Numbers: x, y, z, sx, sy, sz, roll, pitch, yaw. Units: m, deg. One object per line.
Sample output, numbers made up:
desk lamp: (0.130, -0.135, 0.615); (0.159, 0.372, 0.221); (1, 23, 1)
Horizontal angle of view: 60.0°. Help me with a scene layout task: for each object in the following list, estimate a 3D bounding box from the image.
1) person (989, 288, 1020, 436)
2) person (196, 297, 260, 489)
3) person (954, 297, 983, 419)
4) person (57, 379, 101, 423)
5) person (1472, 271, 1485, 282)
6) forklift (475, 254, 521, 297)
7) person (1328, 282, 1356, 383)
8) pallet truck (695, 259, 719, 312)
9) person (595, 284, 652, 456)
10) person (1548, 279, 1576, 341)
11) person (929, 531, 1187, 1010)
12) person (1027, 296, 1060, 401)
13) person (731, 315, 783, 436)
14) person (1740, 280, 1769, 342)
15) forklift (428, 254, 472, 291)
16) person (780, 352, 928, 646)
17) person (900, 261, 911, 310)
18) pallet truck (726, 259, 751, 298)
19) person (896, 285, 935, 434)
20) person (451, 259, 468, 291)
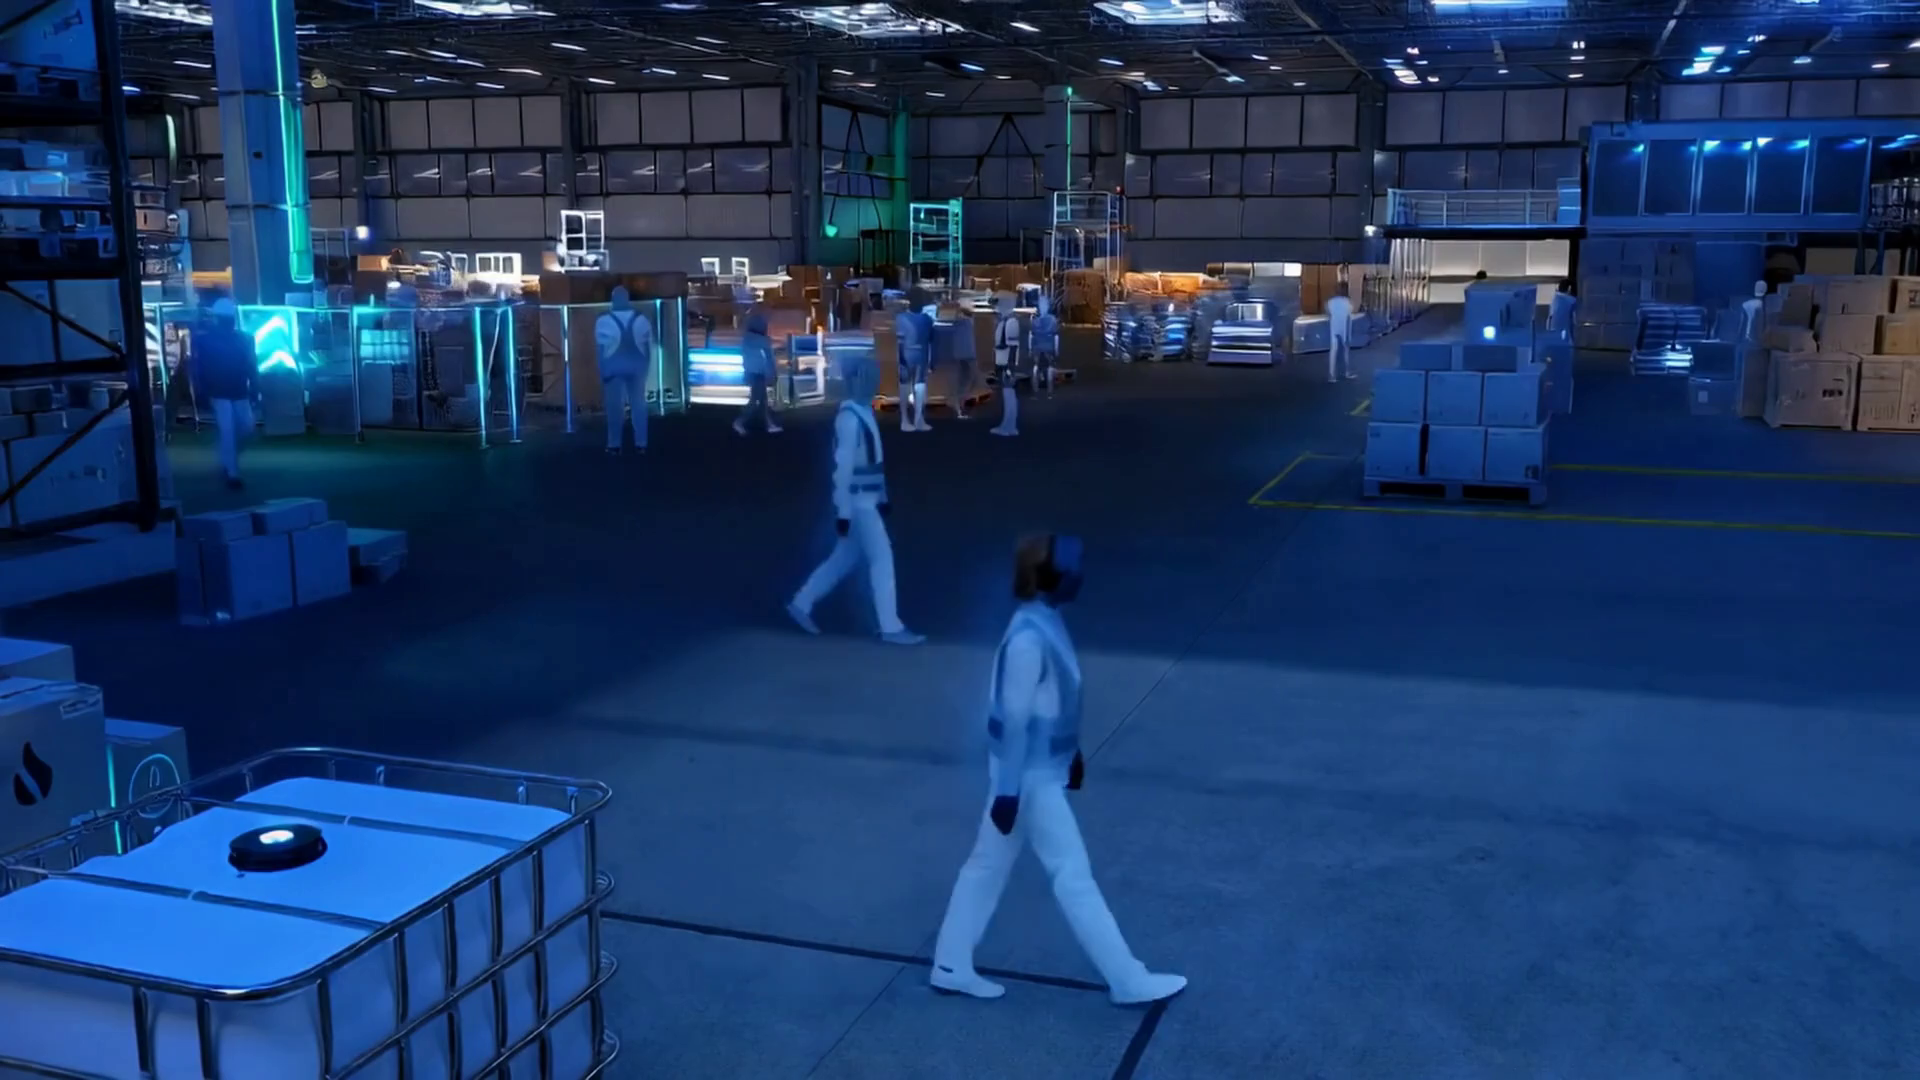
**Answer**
person: (0.597, -2.338, 21.889); (0.360, 1.939, 0.543); (-2, 10, -14)
person: (-7.586, -1.522, 17.211); (0.645, 1.974, 0.624); (10, 14, 44)
person: (0.107, -2.600, 23.871); (0.371, 1.751, 0.548); (-6, 12, -30)
person: (-11.011, -2.061, 20.865); (0.598, 1.749, 0.540); (4, 11, 24)
person: (11.569, -5.035, 37.128); (0.385, 1.930, 0.539); (4, 11, 22)
forklift: (-17.990, -10.121, 64.684); (1.157, 1.987, 2.680); (3, 11, 17)
person: (6.958, -3.793, 30.386); (0.541, 1.826, 0.925); (7, 12, 36)
pallet truck: (-9.165, -9.627, 62.776); (0.823, 1.965, 1.885); (4, 11, 23)
person: (-4.050, -2.031, 19.875); (0.688, 2.000, 0.536); (-6, 12, -30)
person: (11.251, -3.938, 31.136); (0.511, 1.862, 0.321); (0, 10, 2)
person: (0.296, 0.758, 5.413); (0.875, 1.582, 0.534); (1, 10, 4)
person: (1.339, -3.063, 26.687); (0.533, 1.693, 0.319); (1, 10, 5)
person: (-2.702, -2.173, 21.938); (0.844, 1.599, 0.508); (-8, 13, -38)
person: (13.191, -3.320, 27.472); (0.593, 1.921, 0.388); (1, 10, 3)
forklift: (-20.133, -10.254, 65.465); (1.157, 1.987, 2.680); (3, 11, 19)
person: (-0.699, -0.252, 10.399); (0.914, 1.857, 0.578); (0, 10, 3)
person: (-2.078, -9.622, 63.042); (0.424, 1.894, 0.643); (-8, 13, -37)
pallet truck: (-7.986, -9.493, 62.019); (0.823, 1.965, 1.885); (3, 11, 17)
person: (-0.581, -2.405, 22.187); (0.613, 1.963, 0.361); (-10, 14, -43)
person: (-16.500, -8.228, 54.768); (0.606, 2.044, 0.374); (0, 10, 1)
